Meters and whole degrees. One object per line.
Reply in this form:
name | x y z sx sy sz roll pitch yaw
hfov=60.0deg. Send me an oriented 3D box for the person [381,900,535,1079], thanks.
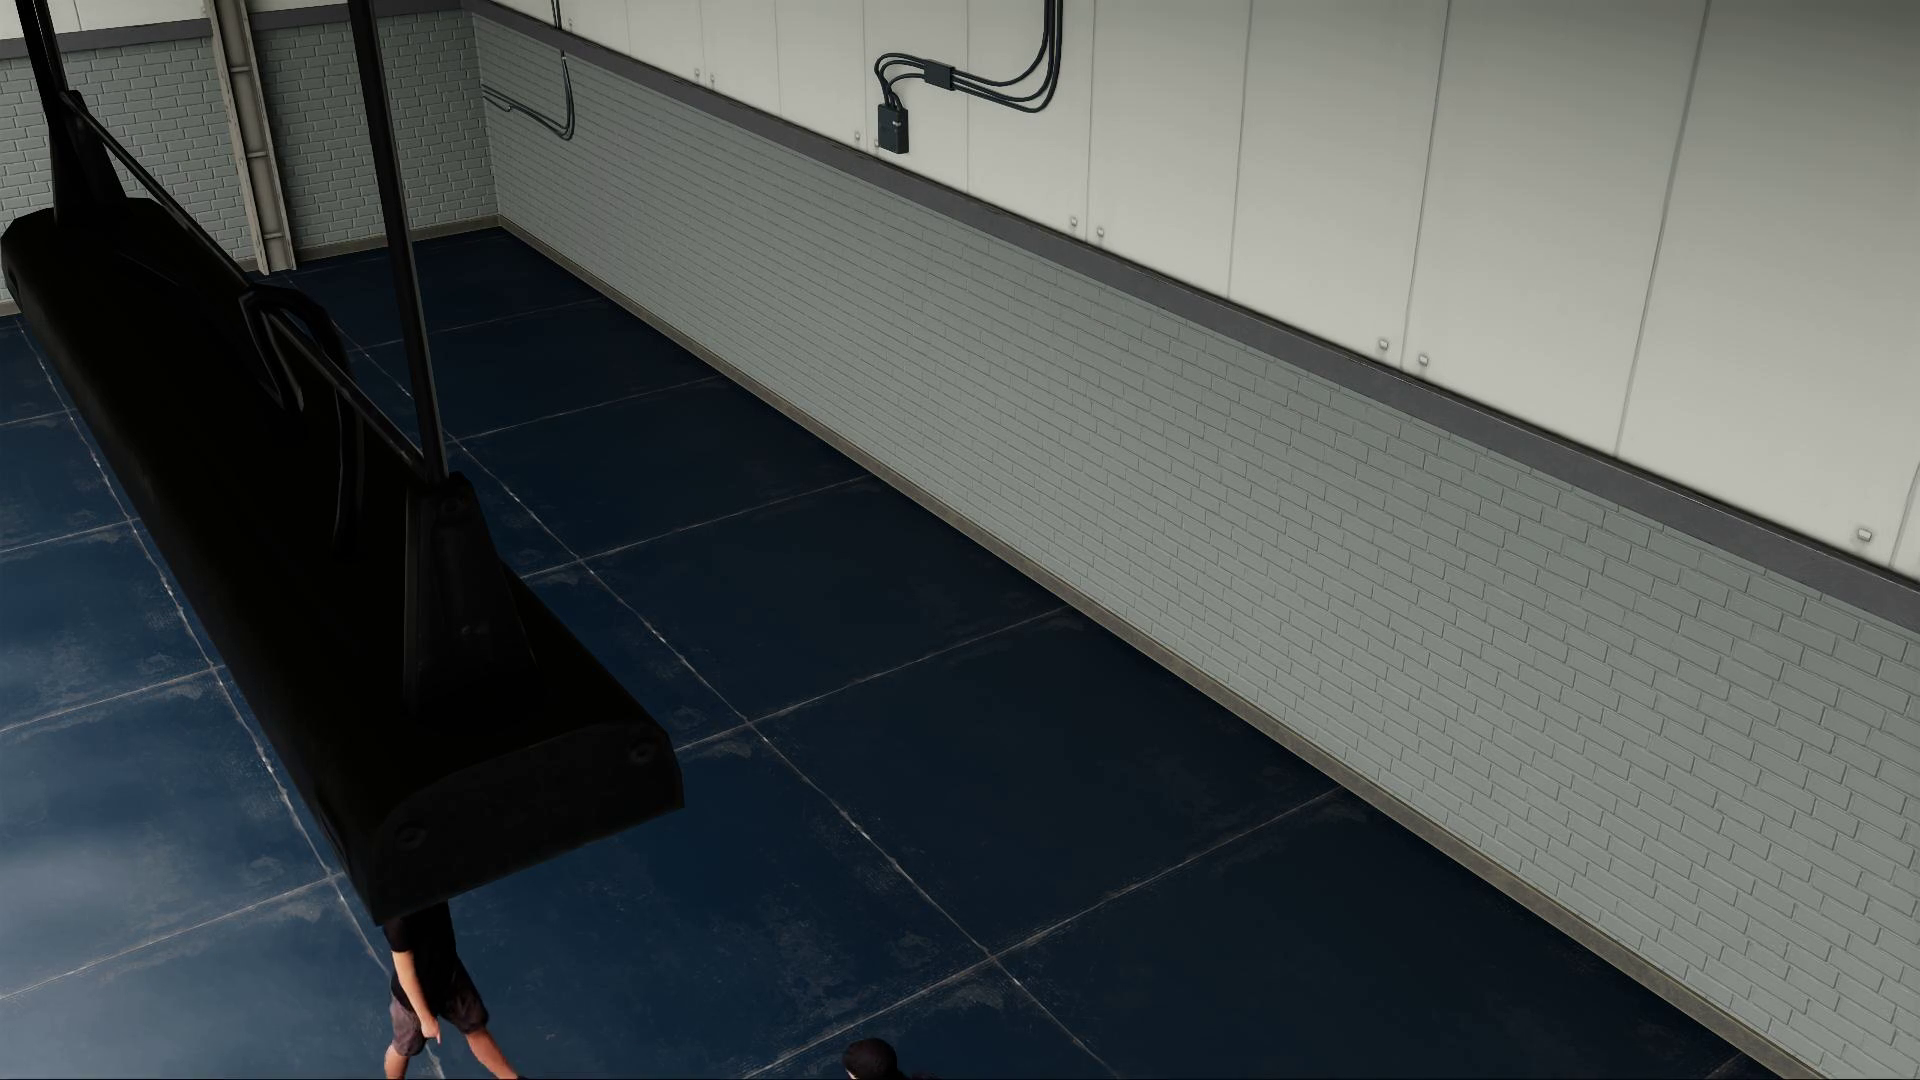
person | -2.782 2.228 8.424 1.263 1.814 1.213 5 28 10
